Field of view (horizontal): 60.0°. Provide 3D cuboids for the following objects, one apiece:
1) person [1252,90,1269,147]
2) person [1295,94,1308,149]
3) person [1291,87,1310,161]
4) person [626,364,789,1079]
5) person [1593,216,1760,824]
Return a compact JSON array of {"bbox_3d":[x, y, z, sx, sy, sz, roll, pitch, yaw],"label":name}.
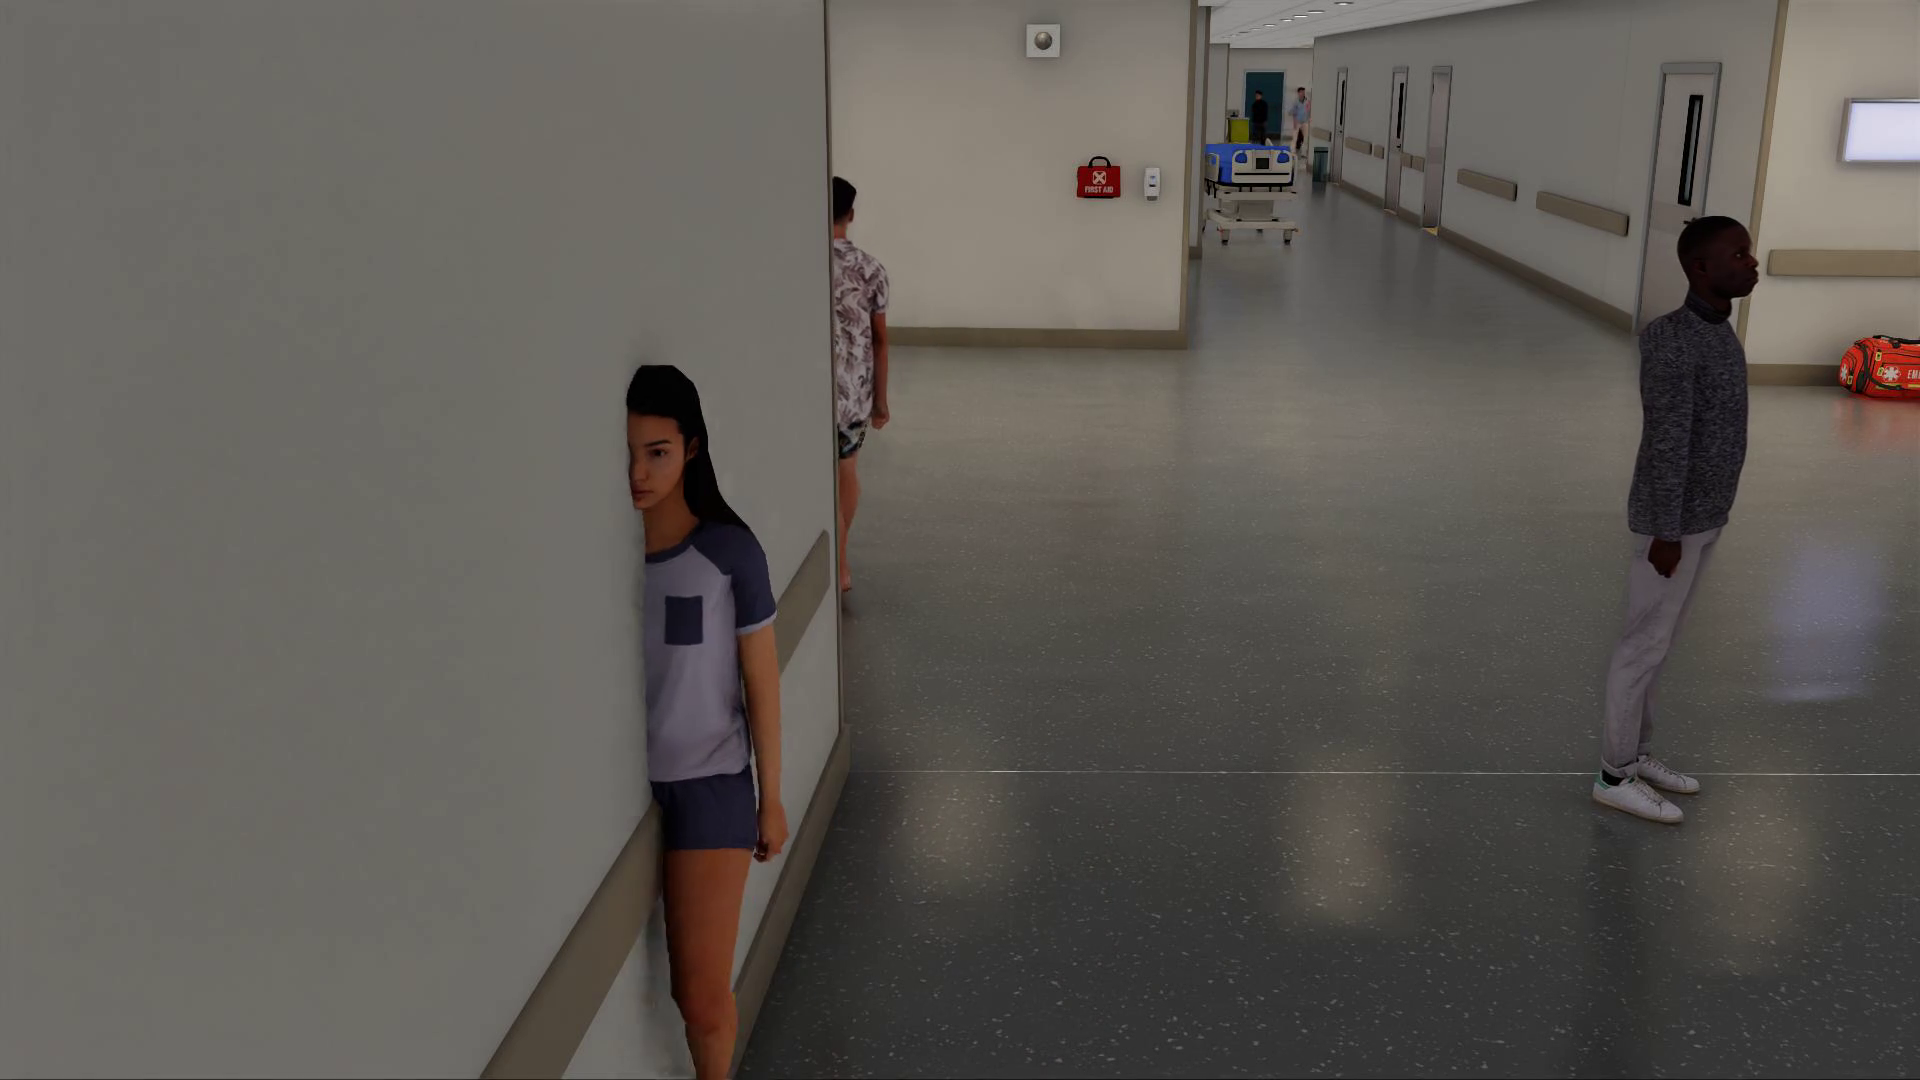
[{"bbox_3d":[8.621,-11.968,47.575,0.923,1.699,0.942,9,18,30],"label":"person"},{"bbox_3d":[10.221,-12.541,49.697,0.777,1.650,0.721,-8,17,-25],"label":"person"},{"bbox_3d":[8.765,-10.812,43.222,0.849,1.835,0.907,-7,17,-24],"label":"person"},{"bbox_3d":[-0.550,0.490,3.350,0.548,1.719,0.689,3,16,10],"label":"person"},{"bbox_3d":[2.198,-0.072,5.123,0.755,1.837,0.763,11,19,35],"label":"person"}]
